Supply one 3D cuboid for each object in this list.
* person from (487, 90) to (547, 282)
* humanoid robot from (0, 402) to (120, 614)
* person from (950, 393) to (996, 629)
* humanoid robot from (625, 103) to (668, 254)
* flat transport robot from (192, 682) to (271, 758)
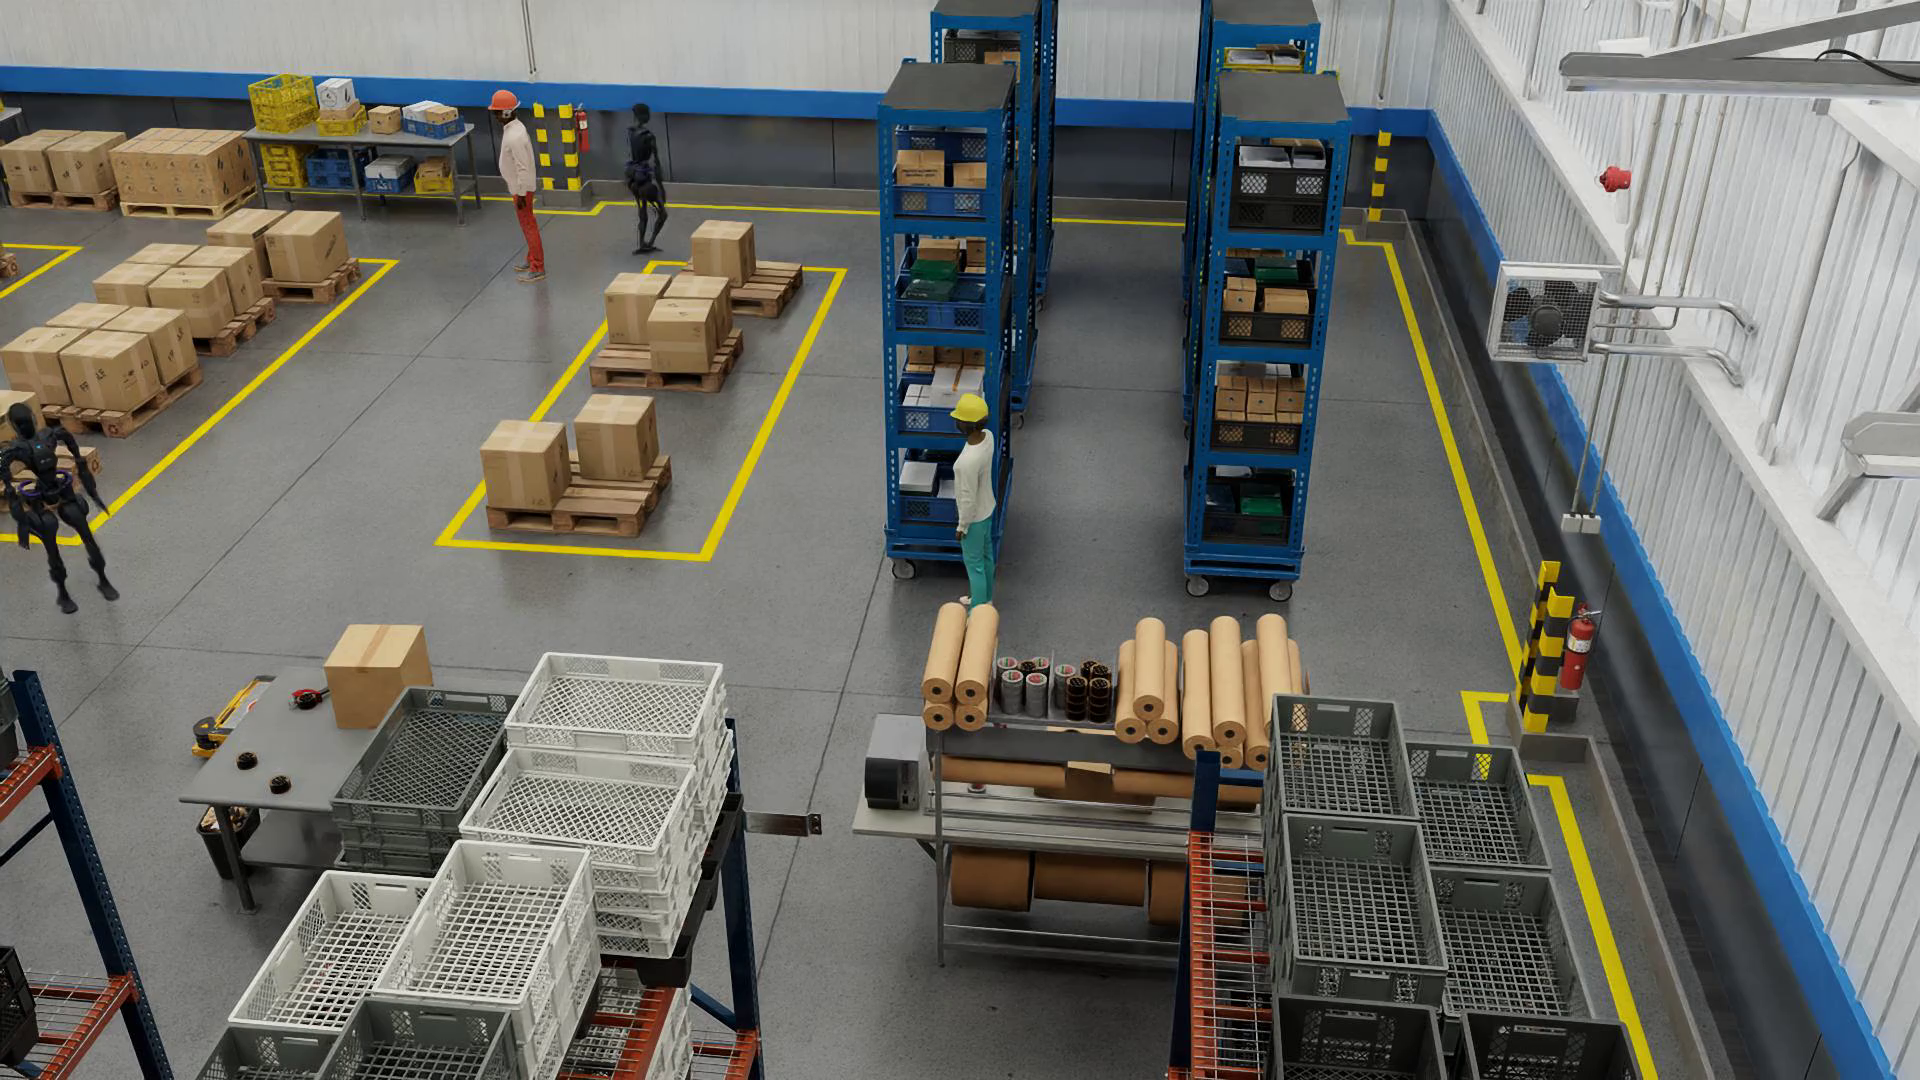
[{"bbox_3d":[-4.591,-3.677,17.276,0.394,1.991,0.621,-8,31,-14],"label":"person"},{"bbox_3d":[-6.355,-0.241,11.686,0.383,1.640,0.590,25,39,36],"label":"humanoid robot"},{"bbox_3d":[0.083,-0.200,11.528,0.311,1.768,0.527,8,31,14],"label":"person"},{"bbox_3d":[-3.380,-3.893,17.968,0.443,1.643,0.646,-24,38,-35],"label":"humanoid robot"},{"bbox_3d":[-4.089,1.163,10.648,1.431,0.197,0.652,3,30,6],"label":"flat transport robot"}]
